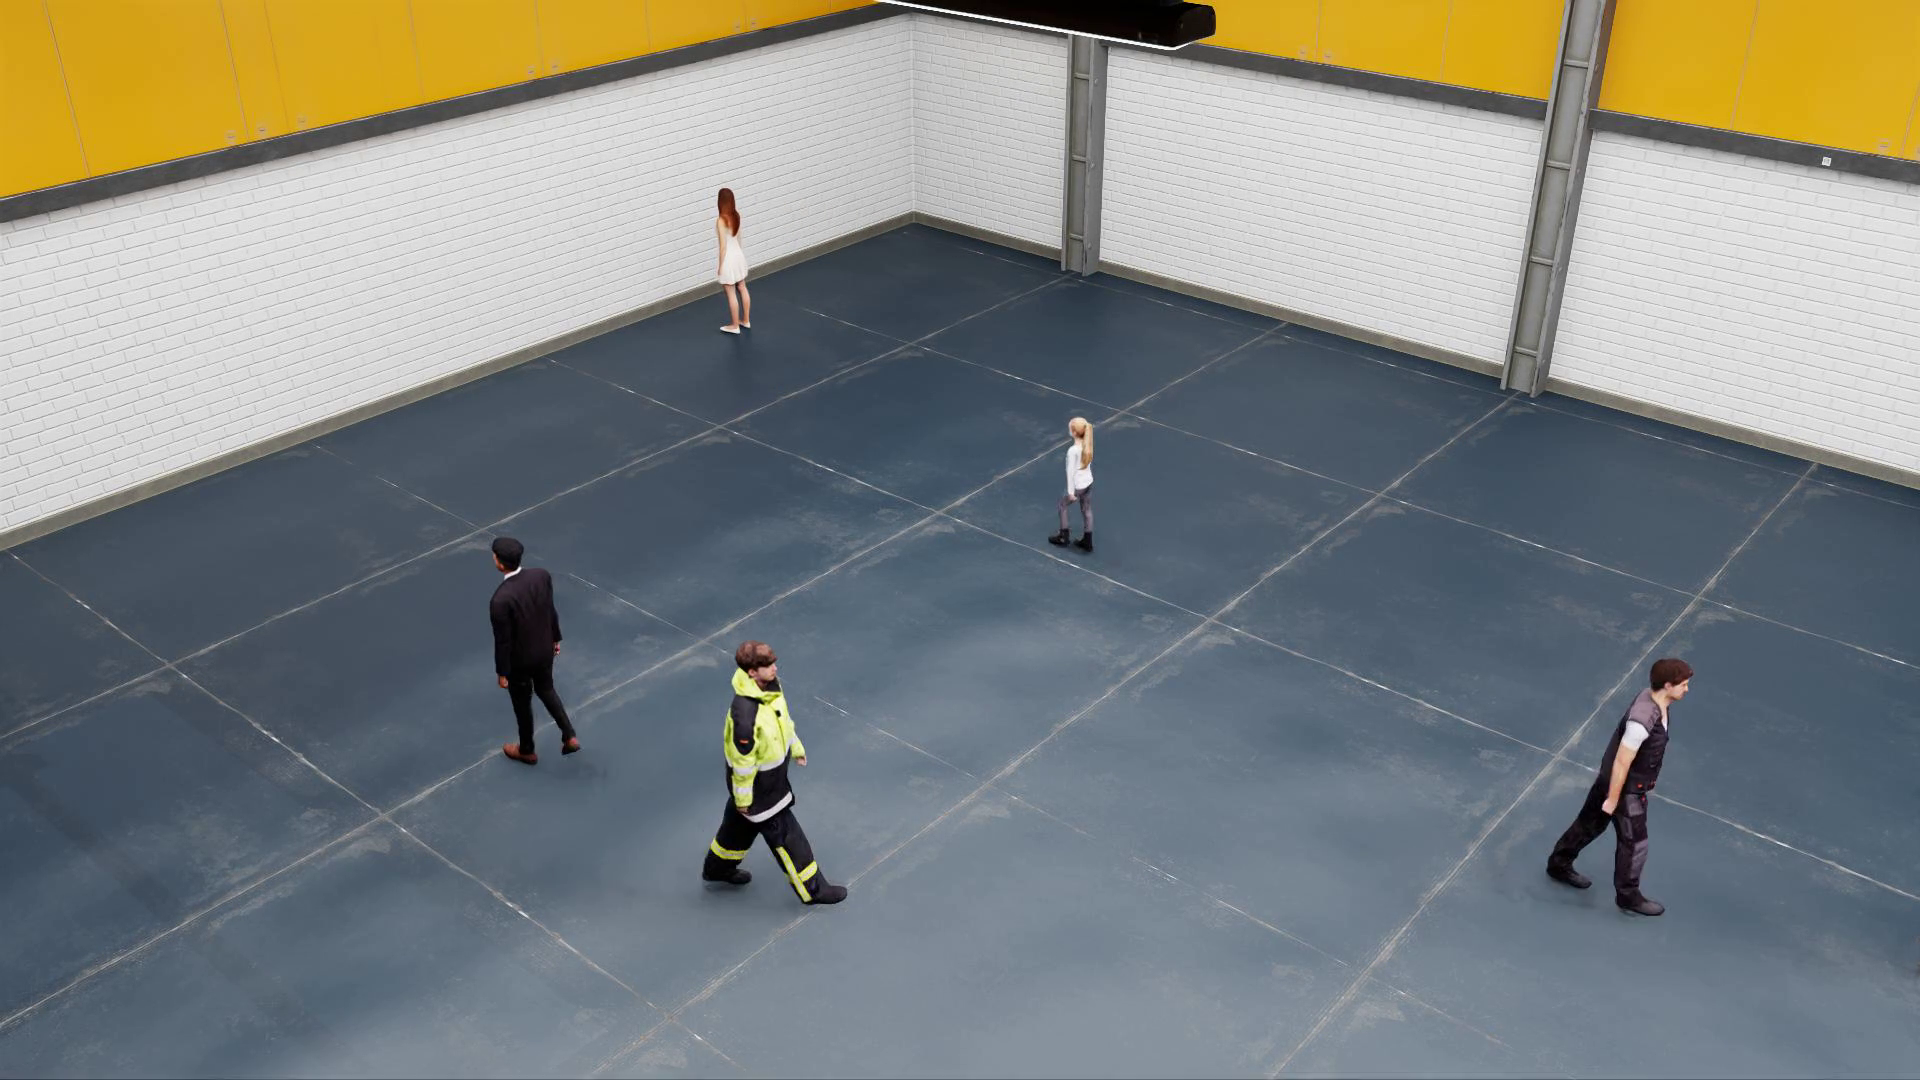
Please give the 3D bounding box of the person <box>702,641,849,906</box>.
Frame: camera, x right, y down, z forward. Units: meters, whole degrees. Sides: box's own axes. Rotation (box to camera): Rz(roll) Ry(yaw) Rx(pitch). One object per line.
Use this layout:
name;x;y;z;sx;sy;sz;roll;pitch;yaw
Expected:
person;-1.343;1.457;10.440;1.357;1.937;1.212;2;29;4

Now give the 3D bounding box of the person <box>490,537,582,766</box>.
person;-2.991;0.808;11.701;0.927;1.868;0.782;18;33;29

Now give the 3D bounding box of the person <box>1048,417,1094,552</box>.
person;1.106;-0.470;14.675;0.511;1.265;0.638;-25;38;-38

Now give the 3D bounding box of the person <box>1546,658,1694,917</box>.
person;4.089;1.505;10.479;1.040;1.815;0.788;17;33;29

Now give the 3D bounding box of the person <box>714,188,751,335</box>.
person;-2.652;-3.249;19.303;0.562;1.711;0.579;17;33;28
